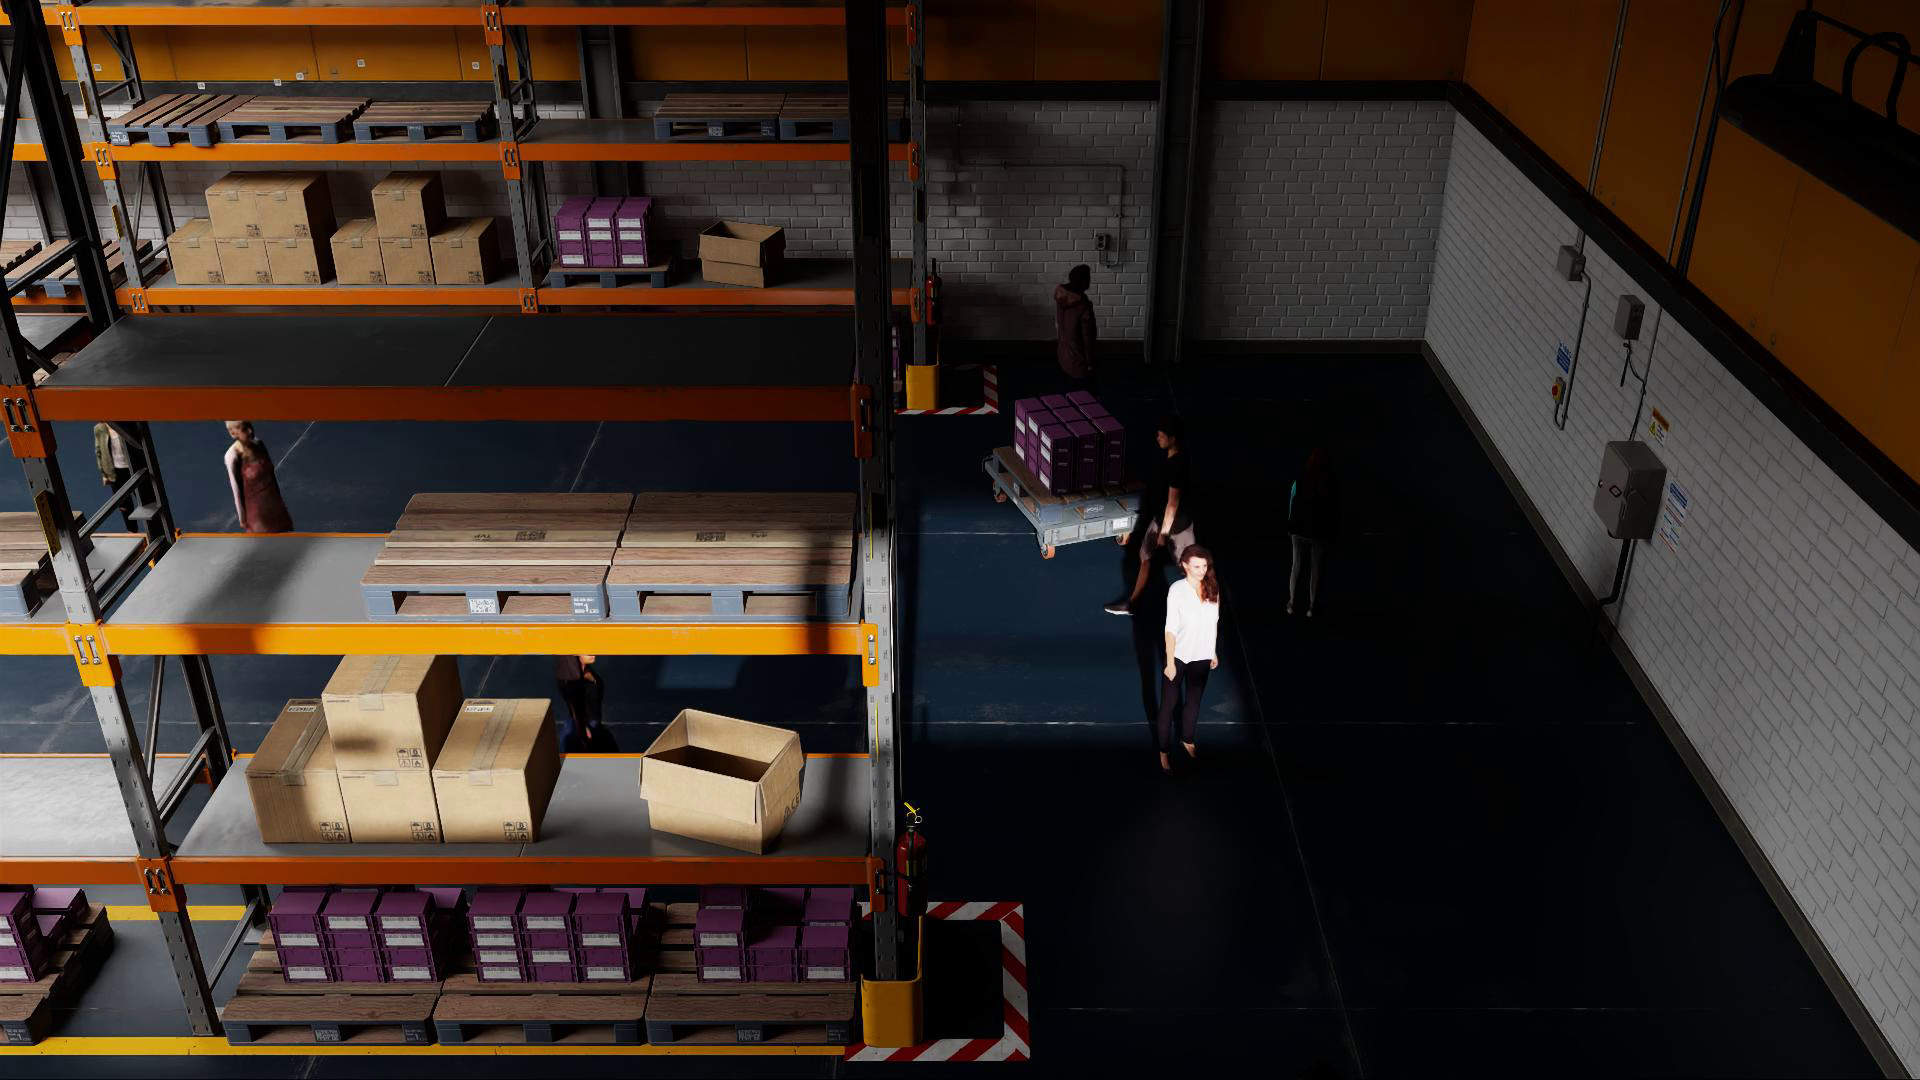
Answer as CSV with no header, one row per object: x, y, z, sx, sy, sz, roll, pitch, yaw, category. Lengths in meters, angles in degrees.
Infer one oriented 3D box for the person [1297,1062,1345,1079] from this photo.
1.574,3.026,7.529,0.696,1.853,0.768,2,29,4,person

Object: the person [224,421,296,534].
-5.874,-0.294,13.800,0.954,1.675,0.743,8,30,14,person

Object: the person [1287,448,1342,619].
2.870,-0.070,13.574,0.641,1.500,0.731,12,31,21,person

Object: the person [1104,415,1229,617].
1.810,-0.130,13.345,1.242,1.824,0.726,-1,29,-2,person

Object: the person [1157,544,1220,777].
1.583,0.822,11.629,0.623,1.795,0.742,-15,32,-26,person

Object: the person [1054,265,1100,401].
1.101,-1.798,16.391,1.005,1.835,0.938,-13,31,-22,person

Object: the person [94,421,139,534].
-7.280,-0.583,14.539,0.437,1.475,0.635,0,29,-1,person
